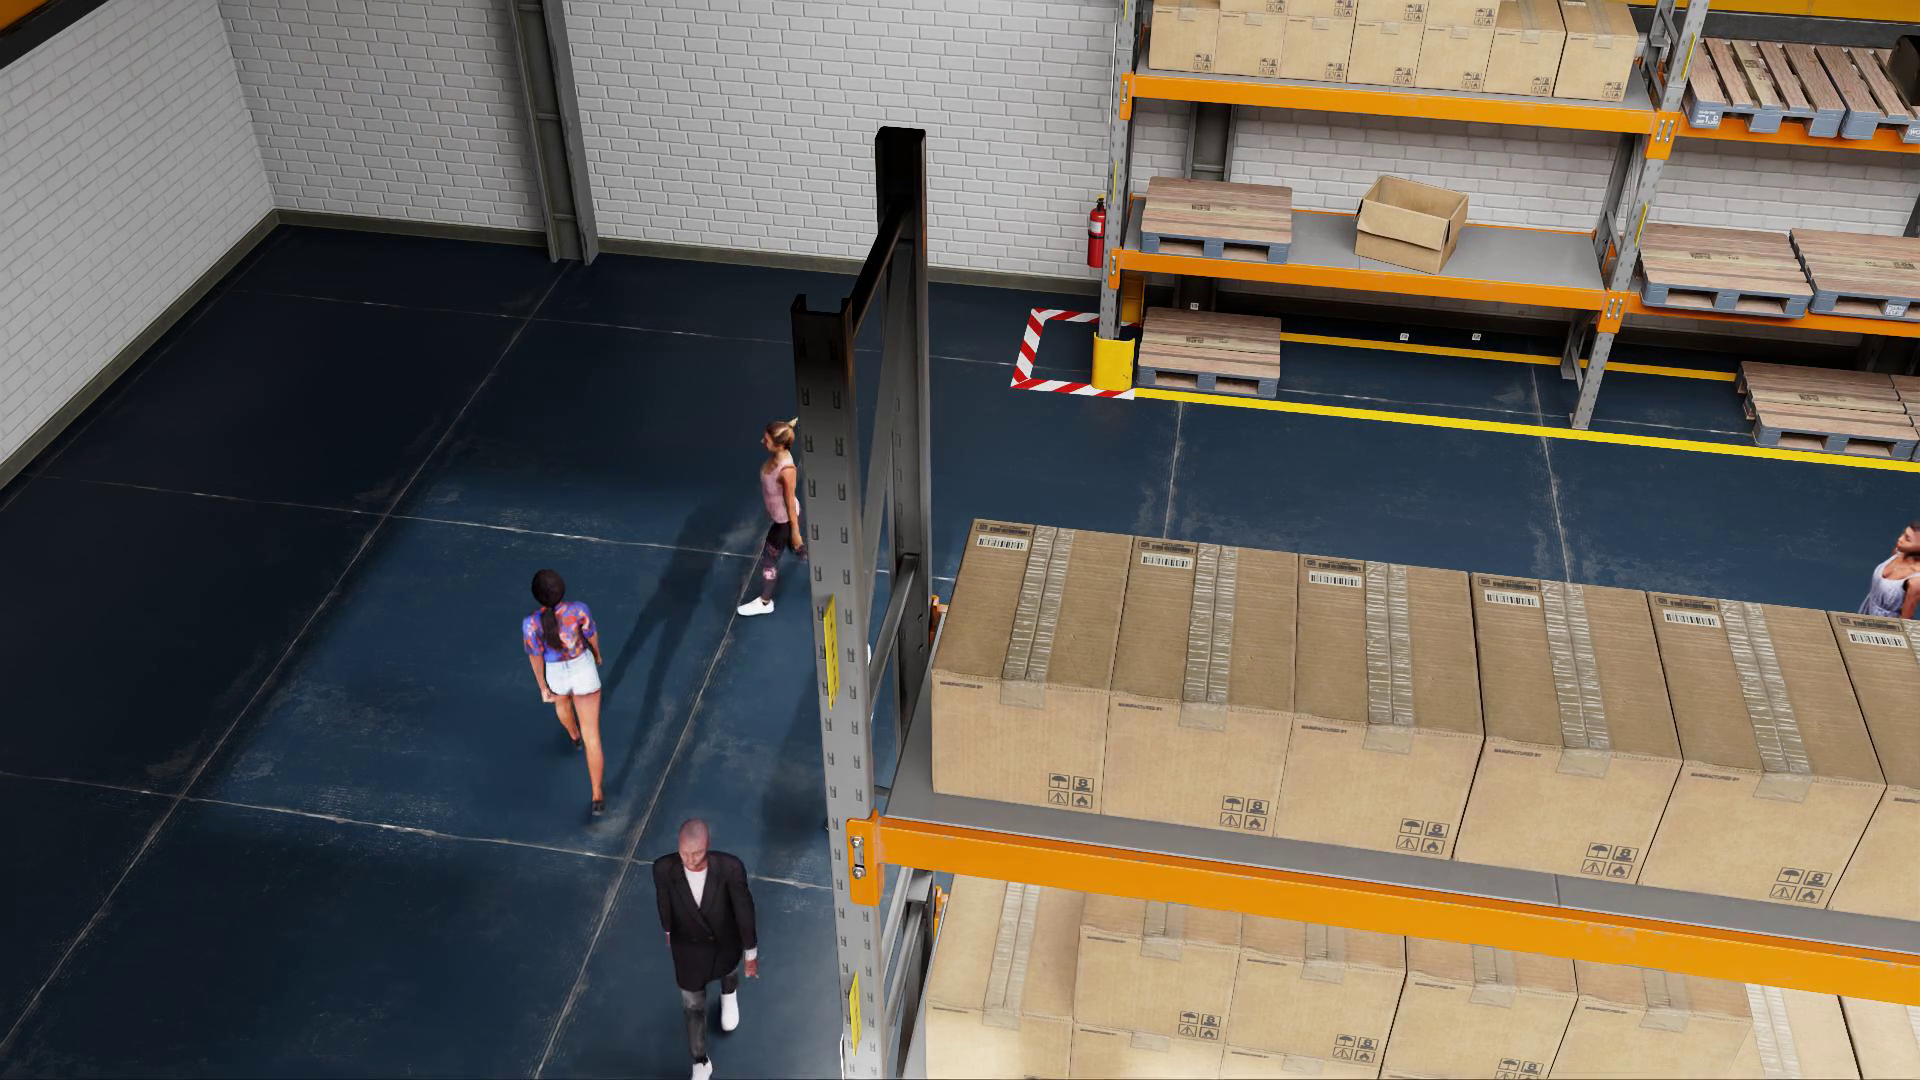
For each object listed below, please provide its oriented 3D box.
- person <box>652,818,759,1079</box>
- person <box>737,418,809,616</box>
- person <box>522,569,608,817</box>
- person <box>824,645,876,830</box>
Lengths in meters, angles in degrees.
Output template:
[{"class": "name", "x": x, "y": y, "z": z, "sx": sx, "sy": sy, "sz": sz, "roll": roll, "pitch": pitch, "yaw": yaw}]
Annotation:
[{"class": "person", "x": -1.314, "y": 2.024, "z": 8.807, "sx": 1.018, "sy": 1.730, "sz": 0.877, "roll": -3, "pitch": 39, "yaw": -4}, {"class": "person", "x": -1.147, "y": -0.168, "z": 11.646, "sx": 1.140, "sy": 1.612, "sz": 0.823, "roll": -6, "pitch": 39, "yaw": -8}, {"class": "person", "x": -2.366, "y": 0.924, "z": 10.210, "sx": 1.196, "sy": 1.697, "sz": 0.969, "roll": -8, "pitch": 39, "yaw": -10}, {"class": "person", "x": -0.671, "y": 1.081, "z": 9.994, "sx": 0.543, "sy": 1.722, "sz": 0.639, "roll": 9, "pitch": 40, "yaw": 11}]
